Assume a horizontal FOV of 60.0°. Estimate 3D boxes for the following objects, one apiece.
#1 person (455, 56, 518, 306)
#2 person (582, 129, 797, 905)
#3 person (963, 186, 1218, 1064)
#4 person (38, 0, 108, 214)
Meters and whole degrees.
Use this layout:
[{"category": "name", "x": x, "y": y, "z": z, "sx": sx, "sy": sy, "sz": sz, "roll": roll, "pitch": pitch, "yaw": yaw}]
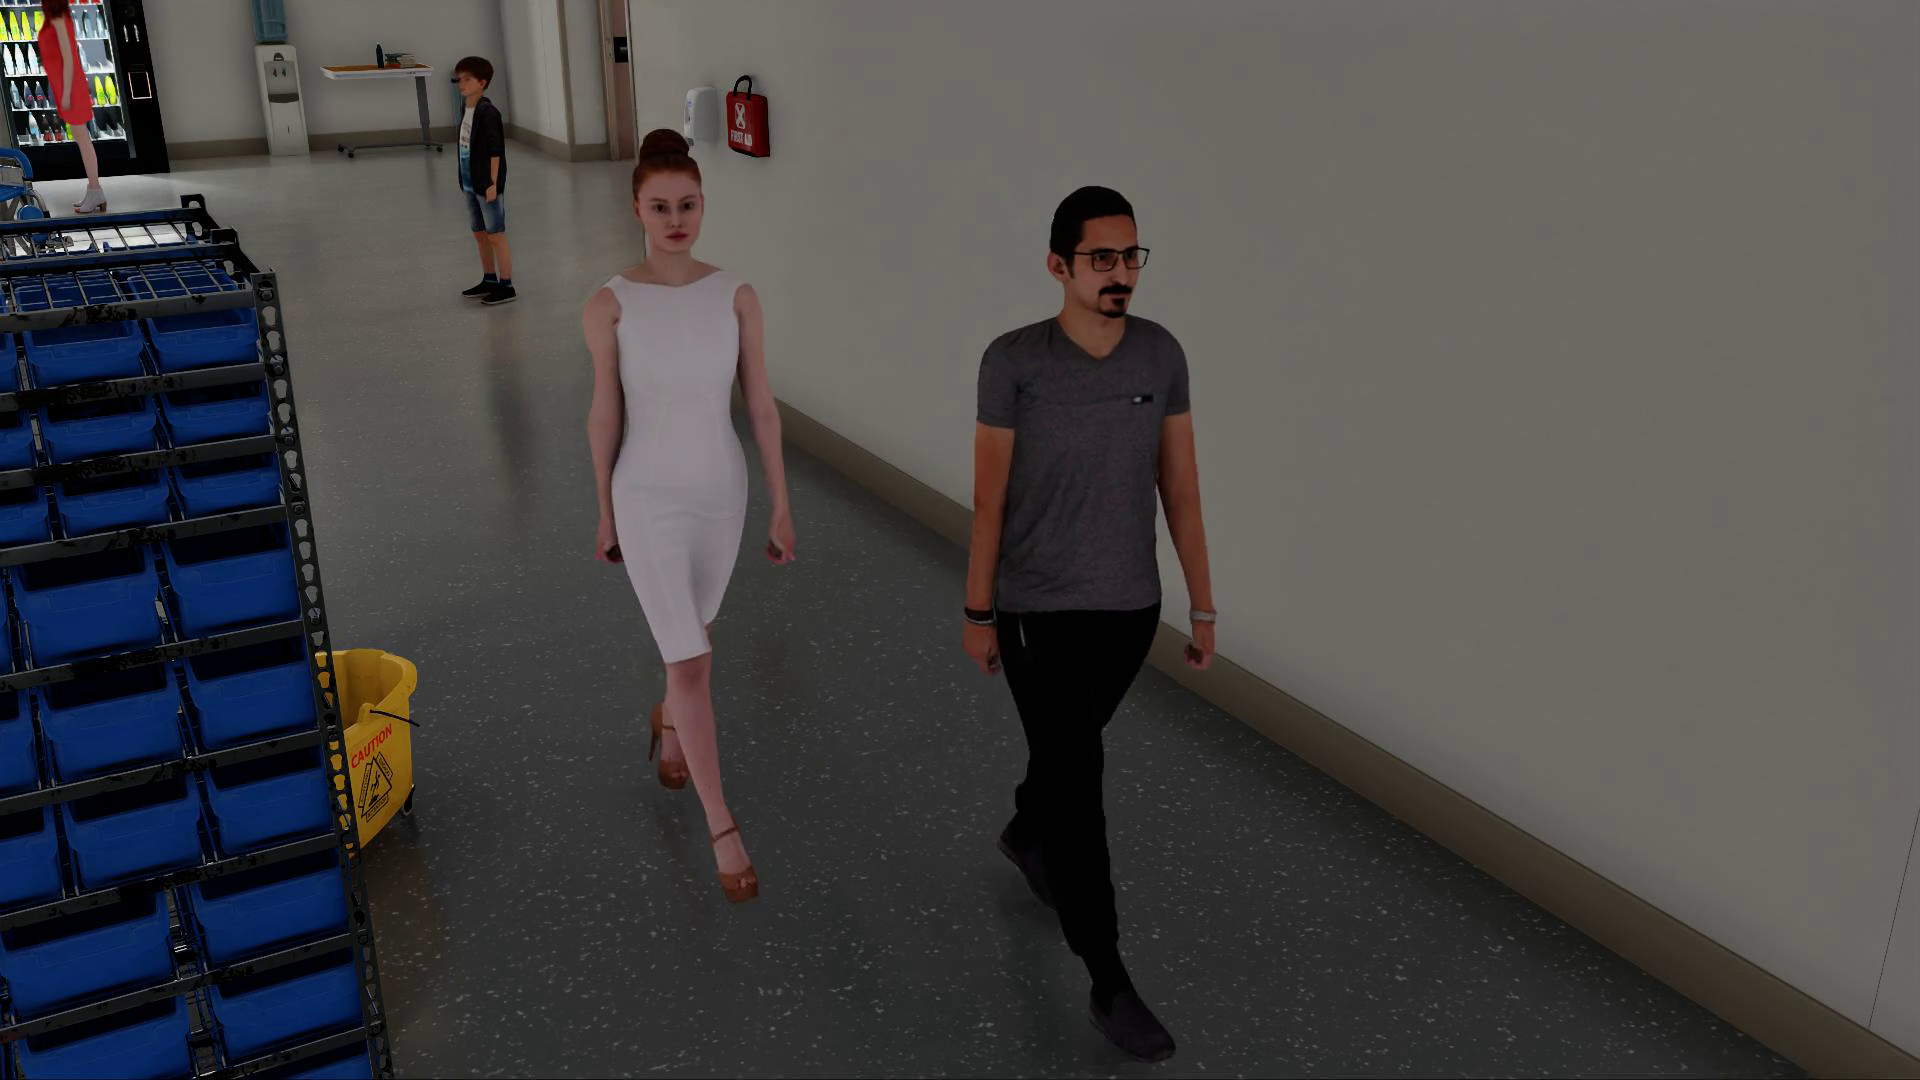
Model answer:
[{"category": "person", "x": -2.866, "y": -2.158, "z": 9.986, "sx": 0.576, "sy": 1.445, "sz": 0.579, "roll": -18, "pitch": 27, "yaw": -39}, {"category": "person", "x": -0.678, "y": -0.065, "z": 4.043, "sx": 1.021, "sy": 1.741, "sz": 0.728, "roll": -9, "pitch": 22, "yaw": -22}, {"category": "person", "x": 0.221, "y": 0.129, "z": 3.575, "sx": 1.114, "sy": 1.708, "sz": 0.785, "roll": -9, "pitch": 23, "yaw": -23}, {"category": "person", "x": -6.940, "y": -3.499, "z": 12.985, "sx": 0.512, "sy": 1.828, "sz": 0.595, "roll": -10, "pitch": 23, "yaw": -24}]
